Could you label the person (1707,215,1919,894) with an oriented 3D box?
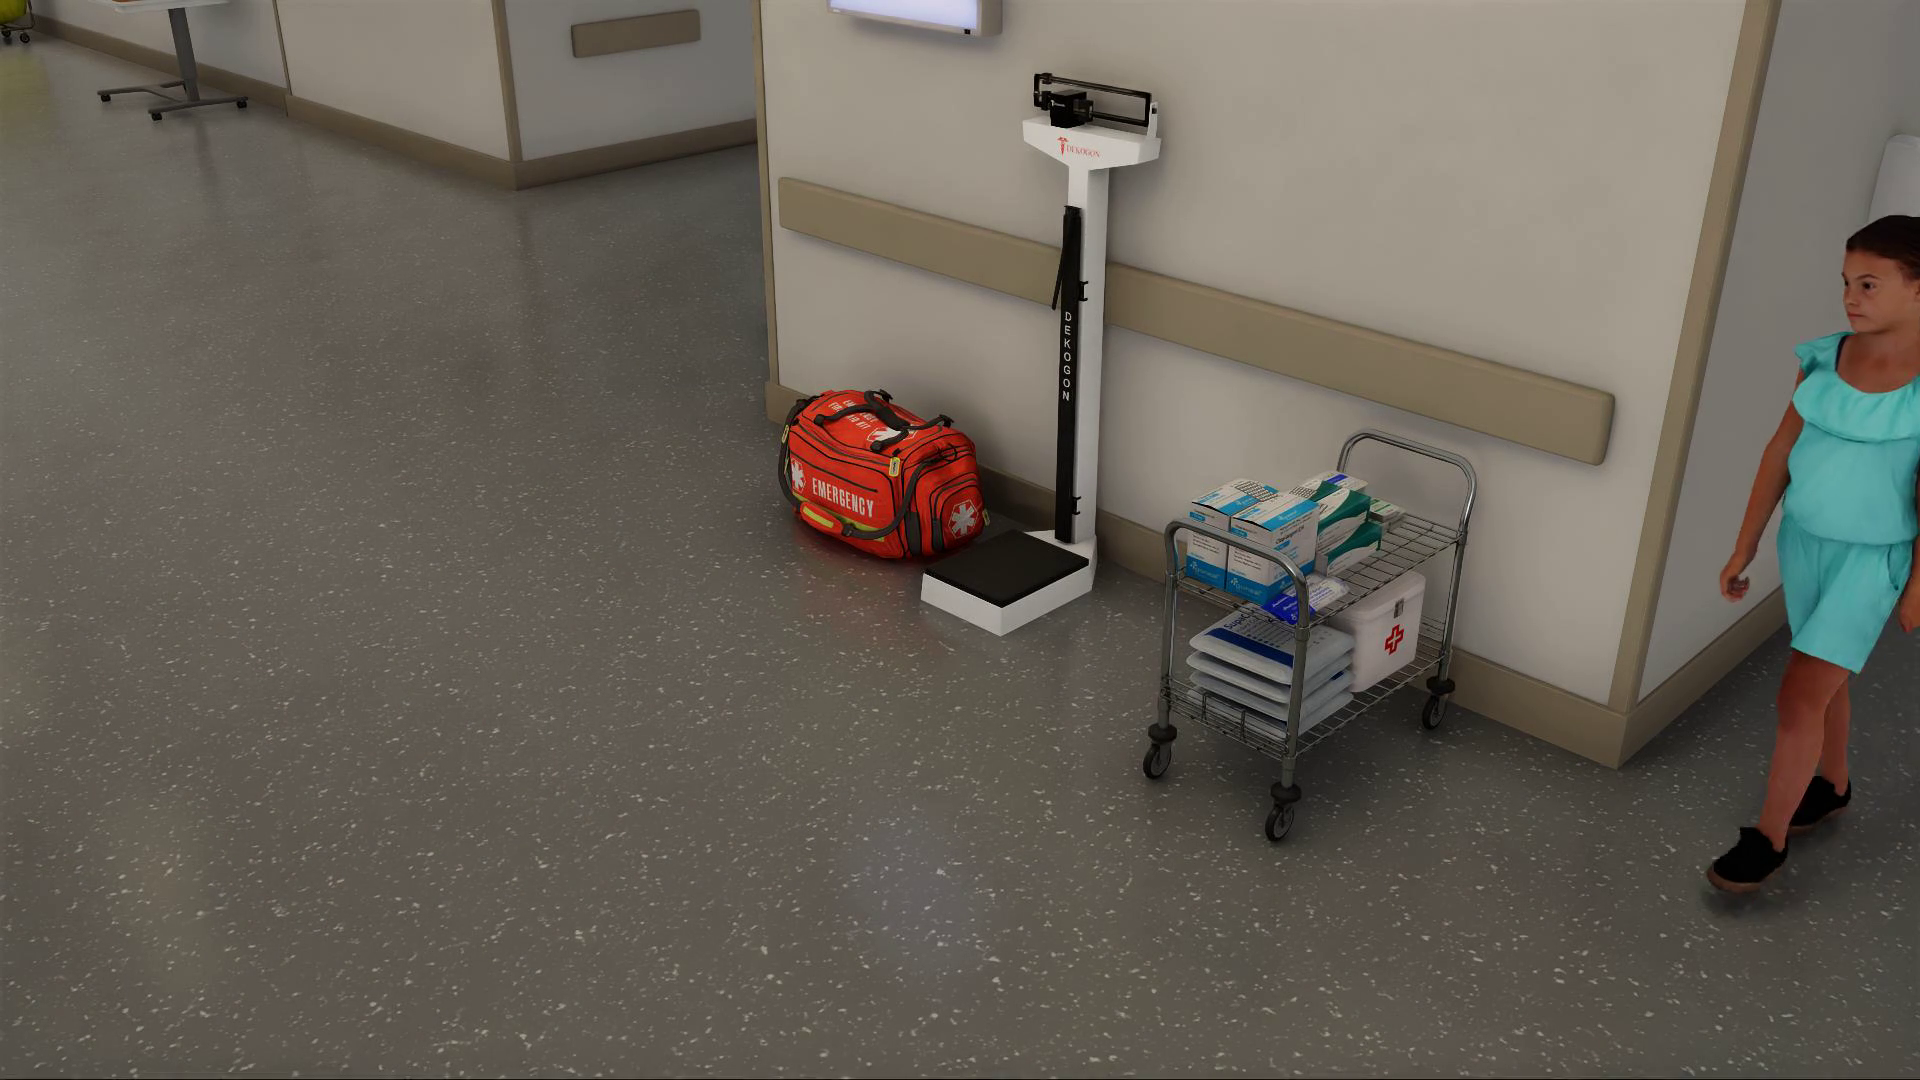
[{"bbox_3d":[2.062,0.023,3.812,0.739,1.526,0.848,-15,29,-28],"label":"person"}]
